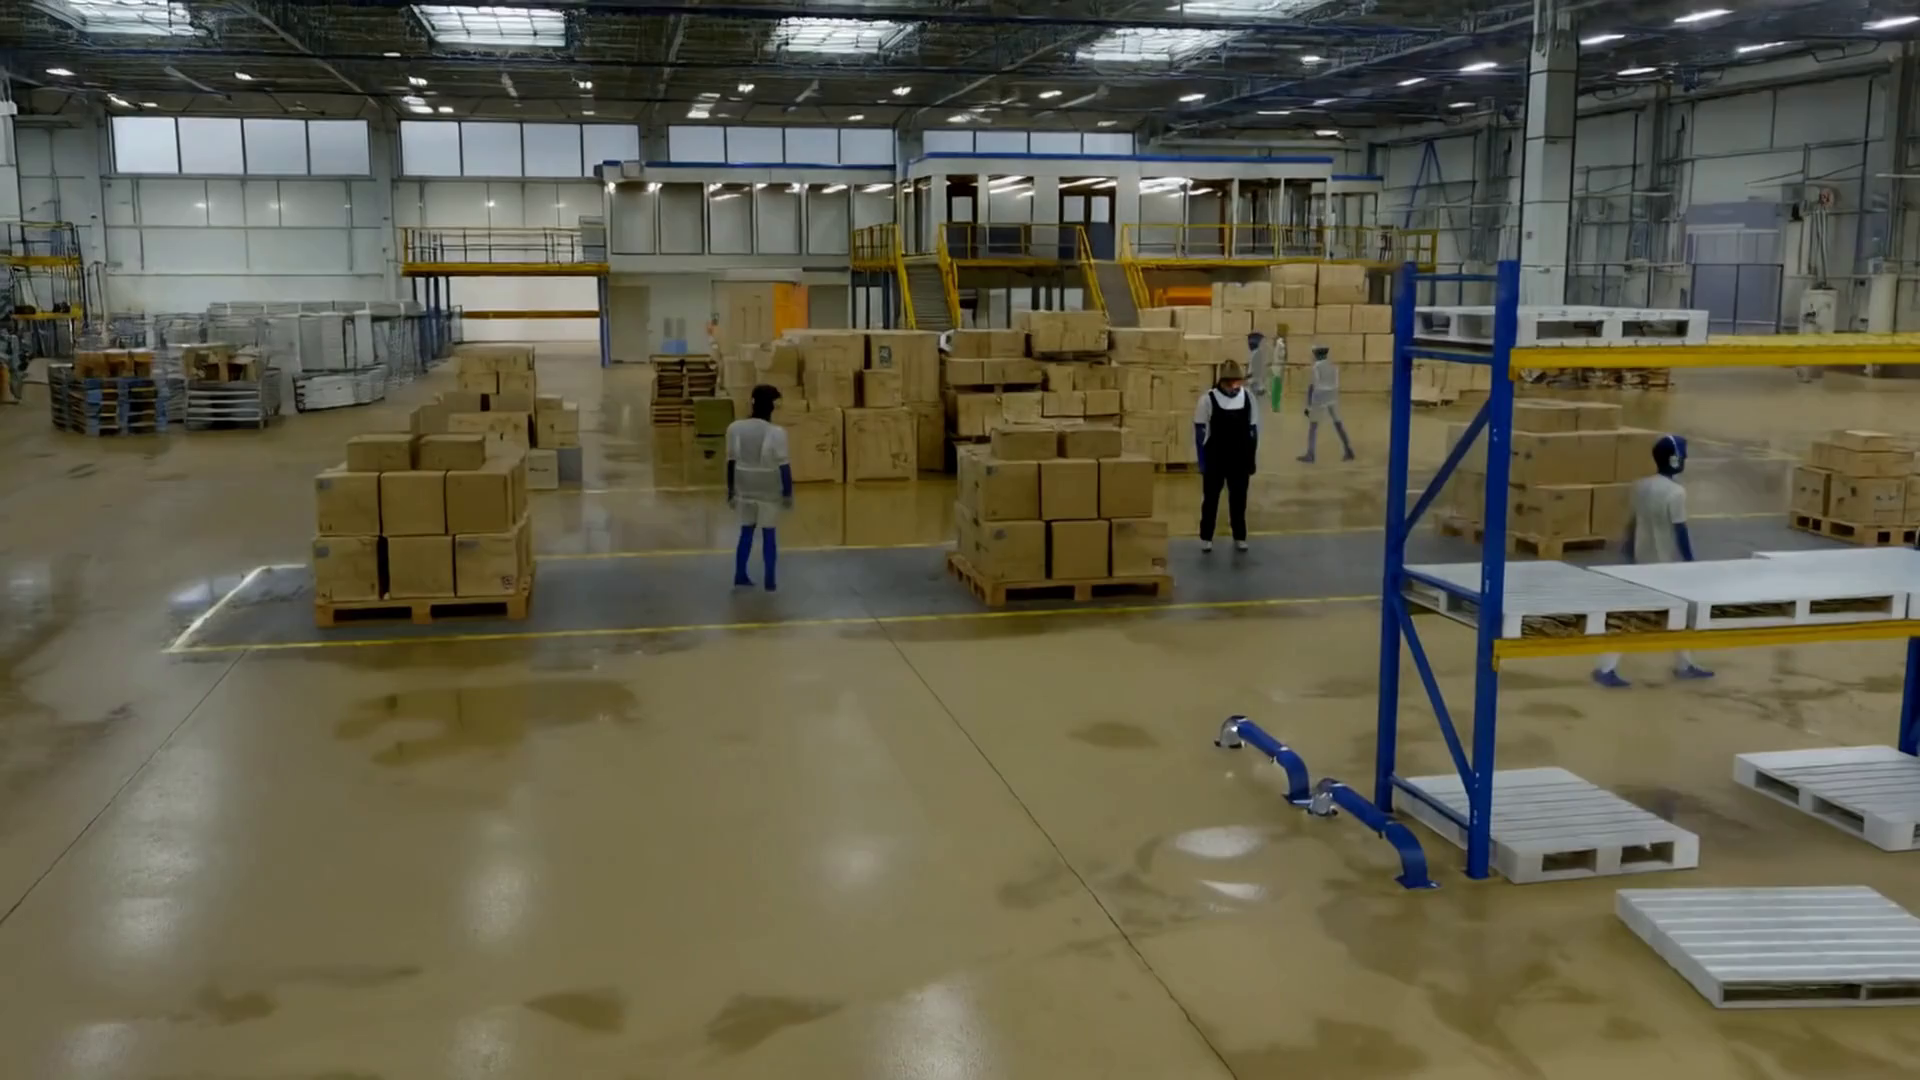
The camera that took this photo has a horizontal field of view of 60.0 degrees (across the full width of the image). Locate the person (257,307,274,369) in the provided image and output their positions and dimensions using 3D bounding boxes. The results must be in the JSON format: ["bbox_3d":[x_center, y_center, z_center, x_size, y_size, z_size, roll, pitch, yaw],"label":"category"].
[{"bbox_3d":[-18.335,-5.165,43.896,0.619,1.957,0.682,-8,12,-41],"label":"person"}]

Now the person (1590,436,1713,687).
[{"bbox_3d":[4.990,0.165,11.879,1.010,1.820,0.530,-2,9,-11],"label":"person"}]

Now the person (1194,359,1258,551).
[{"bbox_3d":[2.837,-0.889,17.598,0.689,2.000,0.539,-1,9,-5],"label":"person"}]

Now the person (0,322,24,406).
[{"bbox_3d":[-20.591,-3.808,36.058,0.599,1.828,0.403,6,11,31],"label":"person"}]

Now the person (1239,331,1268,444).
[{"bbox_3d":[5.005,-2.613,28.484,0.511,1.915,0.648,0,9,-2],"label":"person"}]

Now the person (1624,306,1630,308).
[{"bbox_3d":[20.269,-6.224,50.806,0.625,1.824,0.671,-3,10,-20],"label":"person"}]

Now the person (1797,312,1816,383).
[{"bbox_3d":[22.040,-4.991,43.163,0.564,1.852,0.527,-8,12,-39],"label":"person"}]

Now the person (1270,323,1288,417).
[{"bbox_3d":[6.462,-3.439,33.615,0.355,1.884,0.575,3,10,20],"label":"person"}]

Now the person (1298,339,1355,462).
[{"bbox_3d":[5.663,-2.130,25.642,0.767,1.894,0.566,-3,10,-19],"label":"person"}]

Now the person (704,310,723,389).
[{"bbox_3d":[-6.056,-4.686,41.044,0.349,1.942,0.545,5,10,26],"label":"person"}]

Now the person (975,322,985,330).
[{"bbox_3d":[0.339,-3.723,35.471,0.891,1.853,0.587,8,12,41],"label":"person"}]

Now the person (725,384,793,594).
[{"bbox_3d":[-1.832,-0.459,15.252,0.631,1.948,0.462,4,10,21],"label":"person"}]

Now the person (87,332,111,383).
[{"bbox_3d":[-17.069,-3.263,32.999,0.496,1.727,0.433,1,9,7],"label":"person"}]
